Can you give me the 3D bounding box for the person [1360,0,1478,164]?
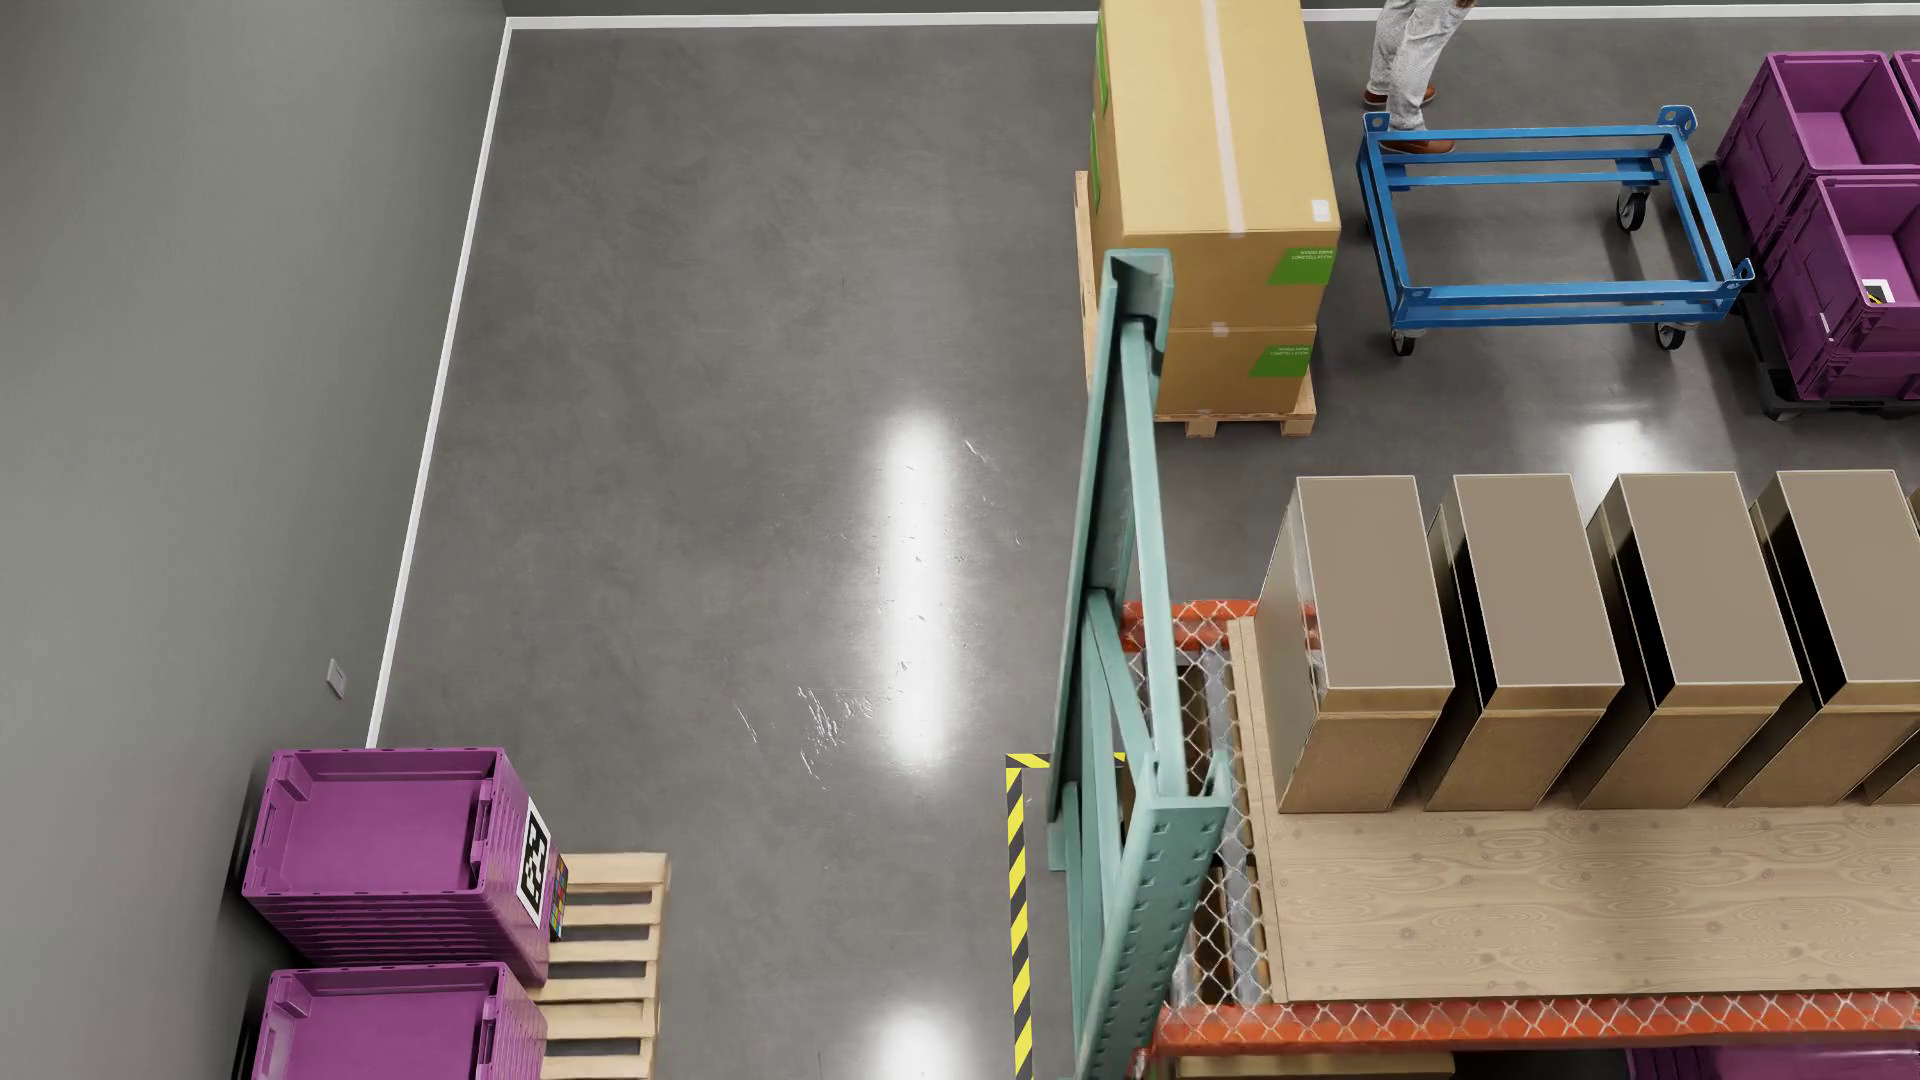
[{"bbox_3d":[1.822,-2.252,6.084,0.377,1.940,0.629,-1,58,-1],"label":"person"}]
